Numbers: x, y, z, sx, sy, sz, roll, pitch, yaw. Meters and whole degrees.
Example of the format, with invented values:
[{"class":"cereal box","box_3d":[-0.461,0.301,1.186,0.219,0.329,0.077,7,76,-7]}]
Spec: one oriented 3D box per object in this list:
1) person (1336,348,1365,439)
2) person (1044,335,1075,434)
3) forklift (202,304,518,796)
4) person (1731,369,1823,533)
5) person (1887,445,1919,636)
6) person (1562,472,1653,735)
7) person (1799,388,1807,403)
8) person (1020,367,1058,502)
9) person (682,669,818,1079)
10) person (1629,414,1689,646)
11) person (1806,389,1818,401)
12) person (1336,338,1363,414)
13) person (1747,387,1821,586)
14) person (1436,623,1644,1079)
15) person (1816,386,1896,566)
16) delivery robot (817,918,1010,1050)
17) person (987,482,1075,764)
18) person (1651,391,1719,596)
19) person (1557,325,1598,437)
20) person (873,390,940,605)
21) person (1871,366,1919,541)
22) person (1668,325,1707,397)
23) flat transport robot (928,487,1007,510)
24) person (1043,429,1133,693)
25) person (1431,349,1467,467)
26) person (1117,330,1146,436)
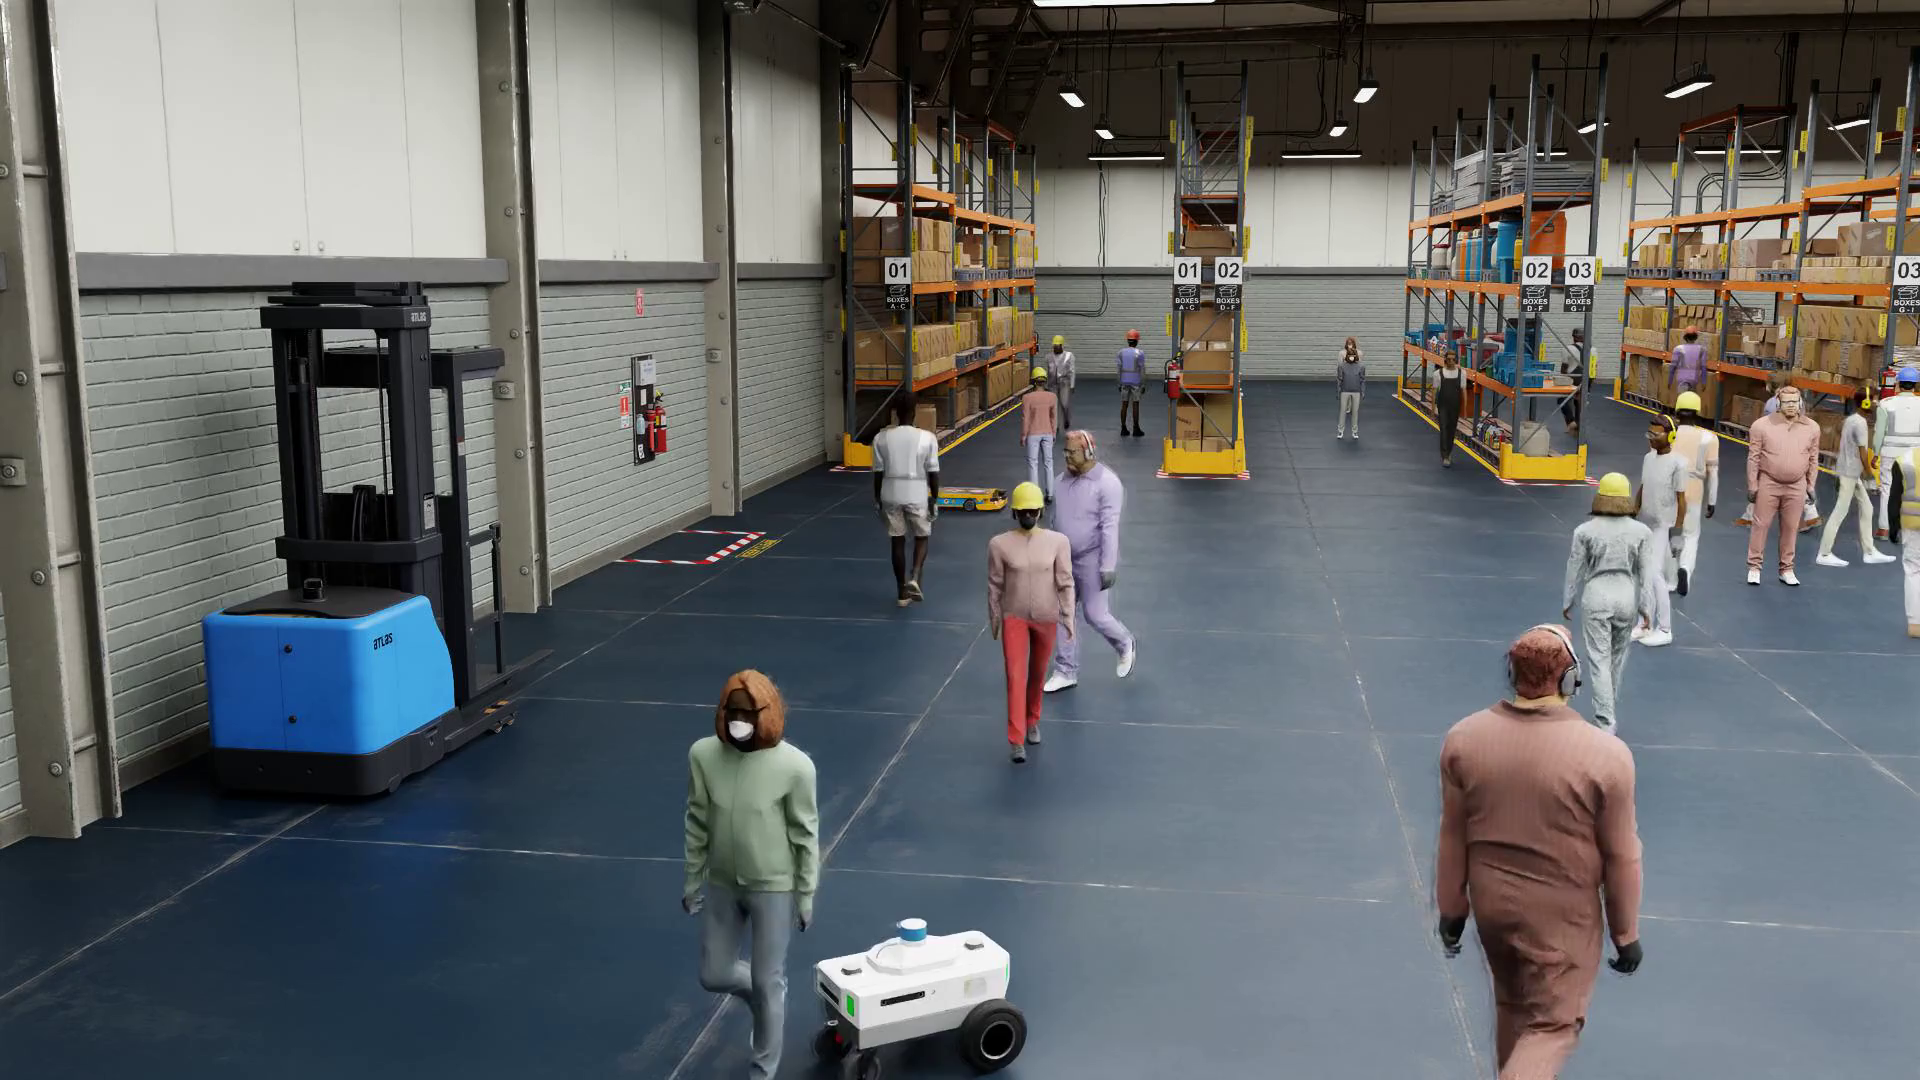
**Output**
[{"class":"person","box_3d":[7.018,-2.637,29.878,0.507,1.632,0.268,1,9,9]},{"class":"person","box_3d":[1.829,-2.882,30.799,0.608,1.824,0.428,3,10,19]},{"class":"forklift","box_3d":[-3.673,-0.038,10.147,1.129,2.768,1.873,1,9,9]},{"class":"person","box_3d":[9.530,-1.032,19.229,0.623,1.891,1.029,-6,11,-34]},{"class":"person","box_3d":[7.994,-0.113,13.698,0.651,1.832,0.448,6,11,33]},{"class":"person","box_3d":[4.196,0.406,10.856,0.512,1.700,0.849,1,9,6]},{"class":"person","box_3d":[18.471,-3.825,36.681,0.623,1.811,0.835,8,12,39]},{"class":"person","box_3d":[1.018,-1.359,21.594,0.533,1.768,0.310,-5,10,-26]},{"class":"person","box_3d":[-0.735,1.239,5.996,0.520,1.618,0.495,3,10,19]},{"class":"person","box_3d":[5.623,-0.089,13.454,0.376,1.868,0.563,-2,9,-10]},{"class":"person","box_3d":[19.710,-4.171,38.388,0.651,1.945,0.607,5,11,30]},{"class":"person","box_3d":[8.184,-3.440,34.960,0.526,1.581,0.860,3,10,15]},{"class":"person","box_3d":[7.893,-0.516,15.958,0.643,1.910,0.399,2,9,10]},{"class":"person","box_3d":[1.844,1.210,5.421,0.845,1.878,0.642,-8,12,-41]},{"class":"person","box_3d":[9.187,-0.632,16.881,0.842,1.836,0.524,4,10,25]},{"class":"delivery robot","box_3d":[-0.178,1.691,6.348,0.707,0.478,0.477,-5,10,-26]},{"class":"person","box_3d":[0.440,0.494,10.322,0.530,1.717,0.922,-1,9,-5]},{"class":"person","box_3d":[6.668,-0.415,15.376,0.593,1.905,0.736,5,10,27]},{"class":"person","box_3d":[11.212,-2.884,30.285,0.699,2.000,0.537,-2,9,-11]},{"class":"person","box_3d":[-0.489,-0.370,14.915,0.616,1.949,0.479,1,9,6]},{"class":"person","box_3d":[10.531,-0.965,18.601,0.615,1.945,0.406,3,10,16]},{"class":"person","box_3d":[13.568,-2.996,31.000,0.624,1.999,1.032,1,9,6]},{"class":"flat transport robot","box_3d":[-0.145,-0.540,21.271,1.431,0.197,0.652,1,9,9]},{"class":"person","box_3d":[0.907,0.140,11.959,0.652,1.888,0.725,9,13,44]},{"class":"person","box_3d":[7.608,-2.072,25.891,0.517,1.810,0.949,1,9,8]},{"class":"person","box_3d":[3.151,-2.875,30.414,0.551,1.934,0.373,6,11,32]}]
